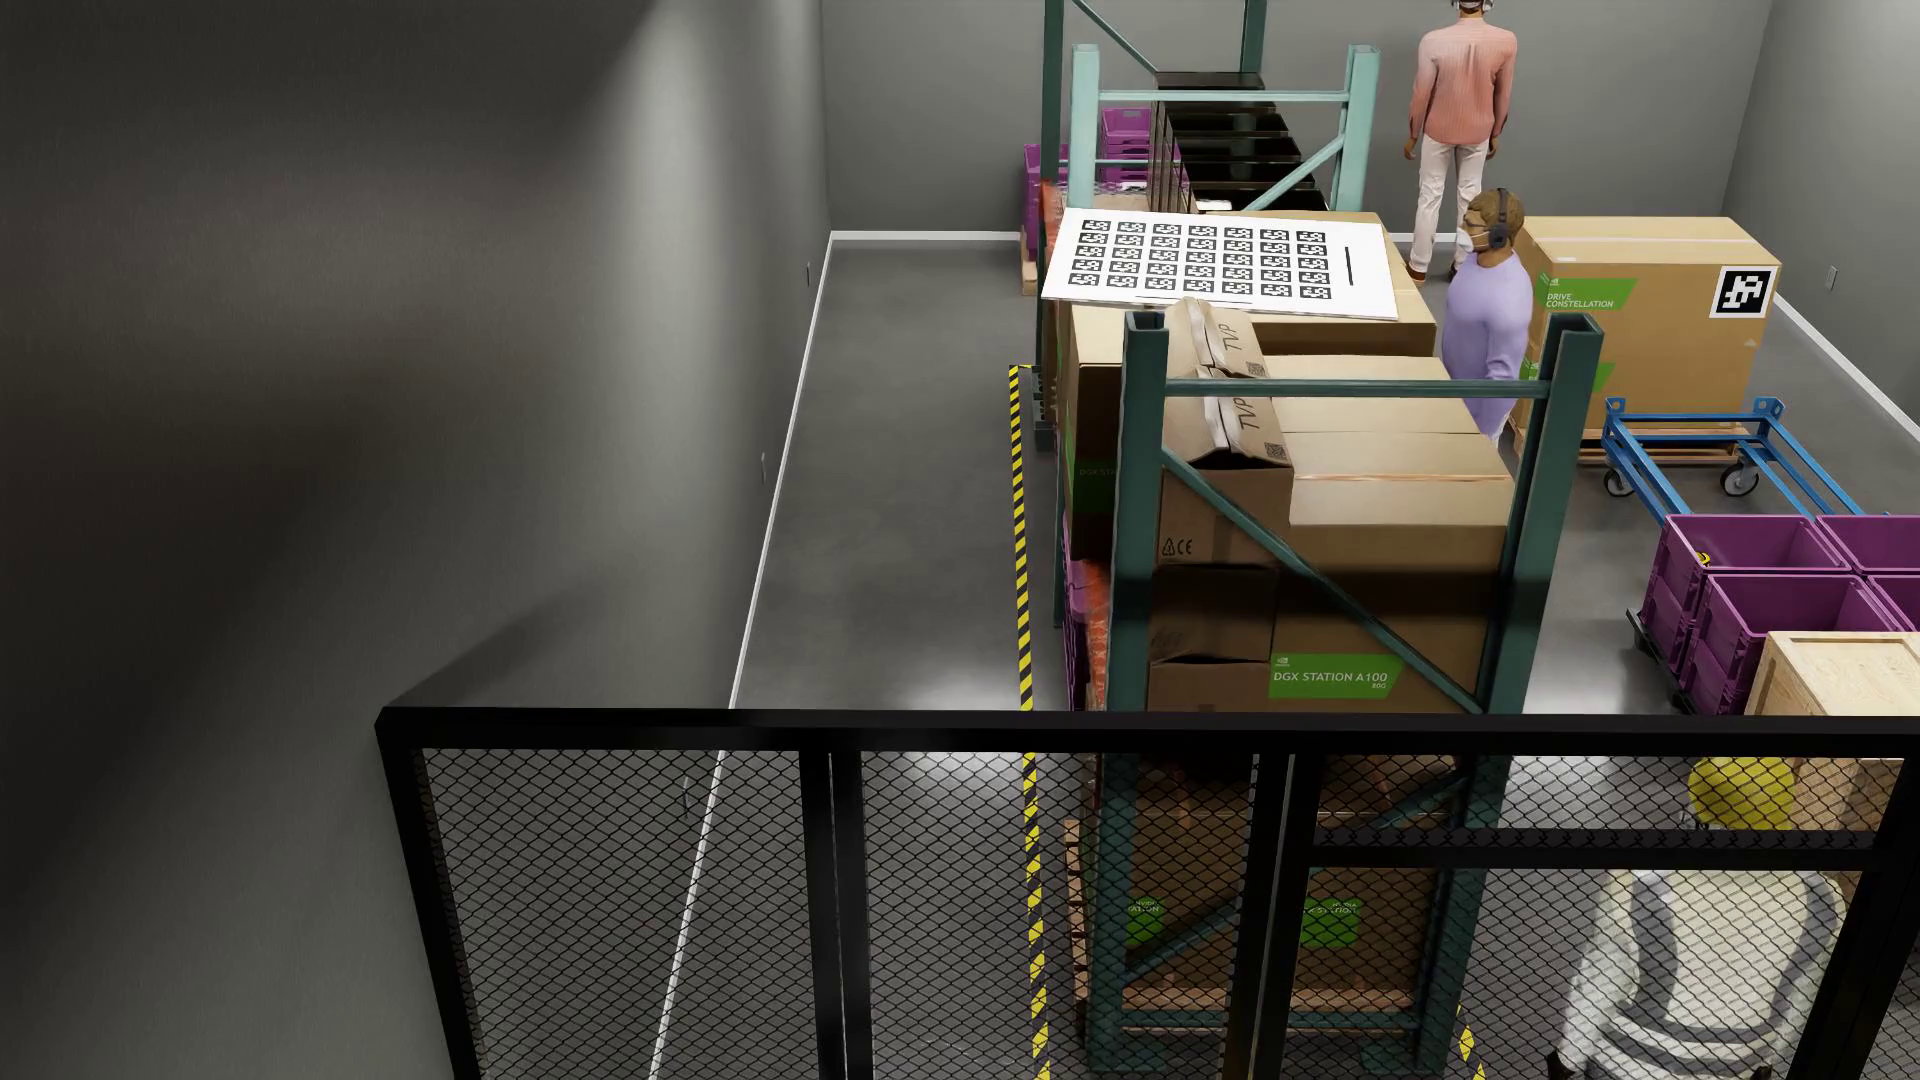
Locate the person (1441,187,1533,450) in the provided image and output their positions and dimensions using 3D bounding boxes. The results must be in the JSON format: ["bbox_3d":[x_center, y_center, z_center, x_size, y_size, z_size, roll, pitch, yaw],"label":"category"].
[{"bbox_3d":[2.197,-0.583,7.184,0.377,1.940,0.628,1,31,2],"label":"person"}]

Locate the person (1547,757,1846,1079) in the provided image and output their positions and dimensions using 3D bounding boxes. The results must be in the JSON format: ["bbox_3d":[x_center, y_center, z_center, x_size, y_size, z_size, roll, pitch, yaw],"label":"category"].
[{"bbox_3d":[1.803,1.260,4.221,0.589,1.835,0.404,1,31,2],"label":"person"}]

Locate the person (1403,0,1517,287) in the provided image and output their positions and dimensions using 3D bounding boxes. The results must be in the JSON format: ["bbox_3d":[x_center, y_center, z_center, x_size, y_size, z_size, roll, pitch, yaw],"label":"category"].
[{"bbox_3d":[3.100,-2.565,10.427,0.611,1.990,0.392,1,31,2],"label":"person"}]
